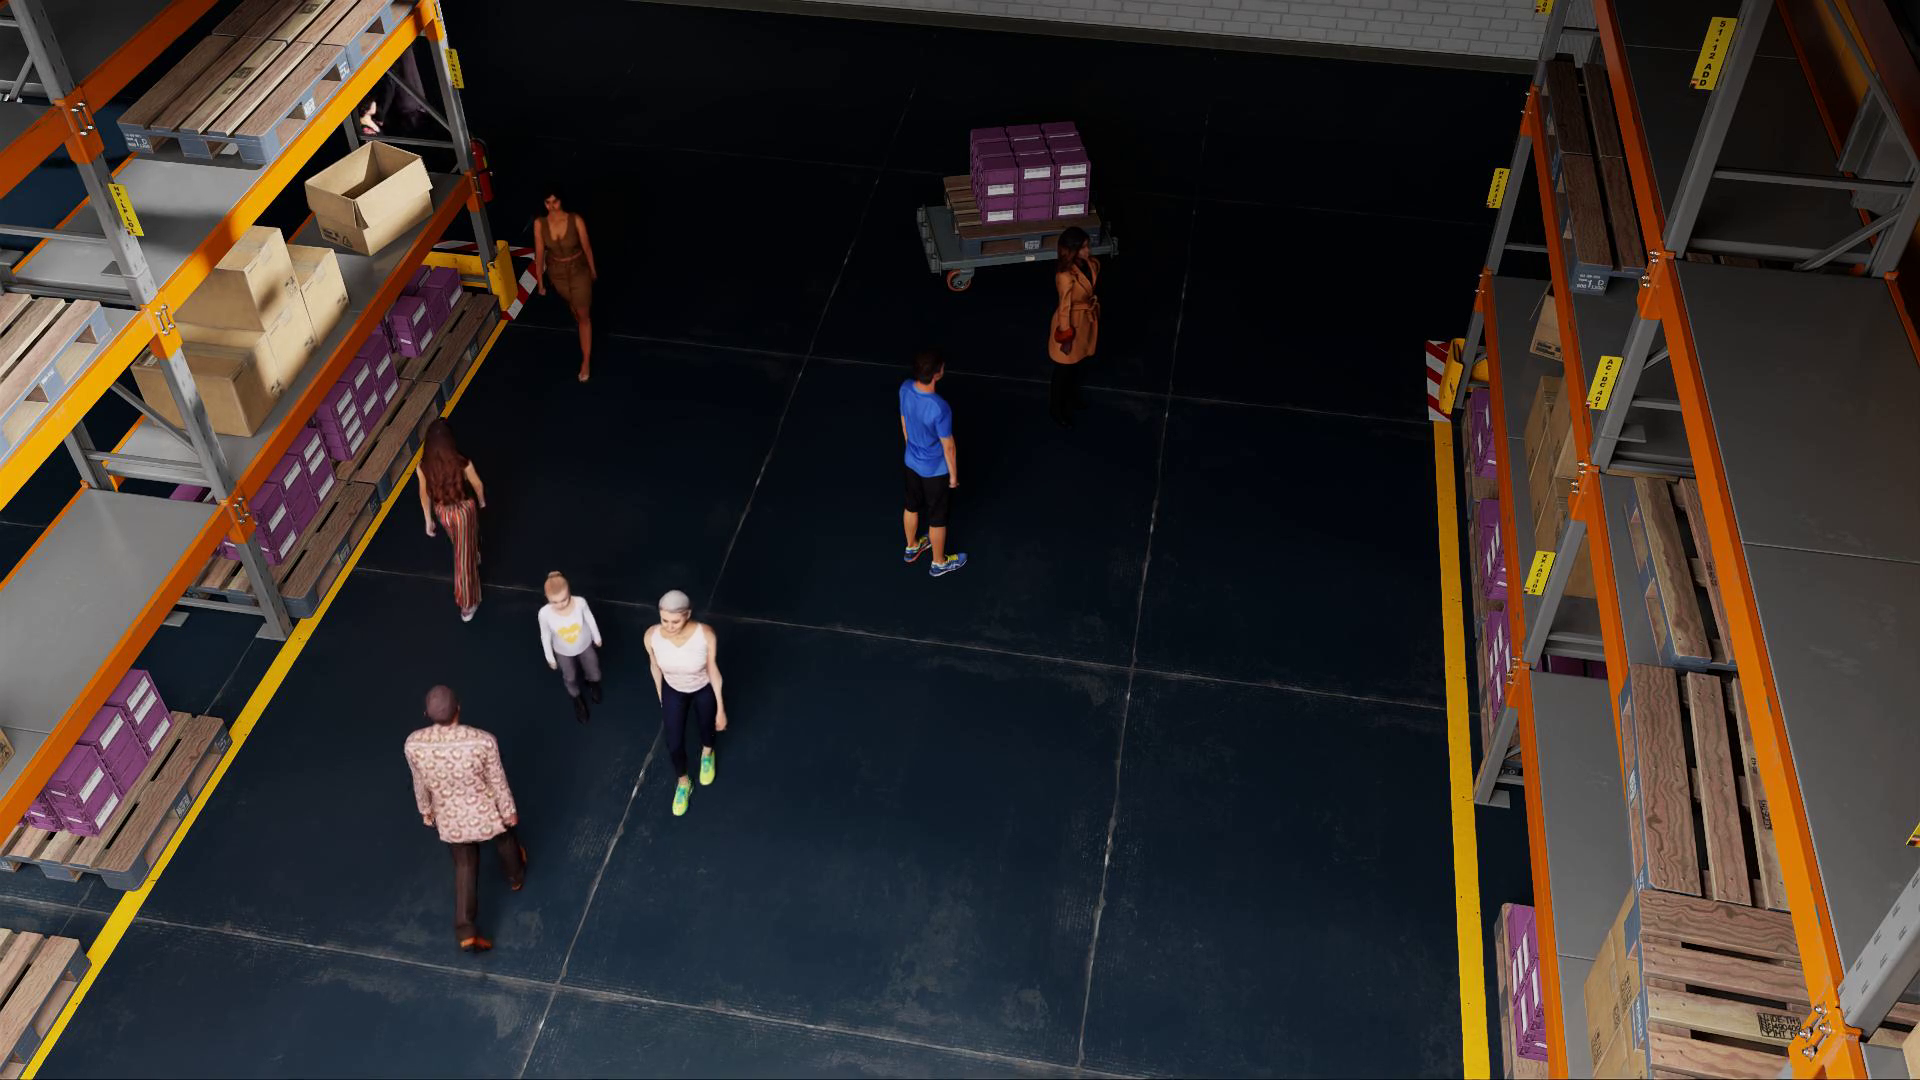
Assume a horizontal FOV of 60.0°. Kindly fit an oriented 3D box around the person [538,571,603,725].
[{"bbox_3d":[-2.484,0.633,10.606,0.635,1.268,0.684,-14,45,-15],"label":"person"}]

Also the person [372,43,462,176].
[{"bbox_3d":[-4.856,-3.910,14.922,1.060,1.892,1.209,-7,44,-8],"label":"person"}]

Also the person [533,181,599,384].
[{"bbox_3d":[-3.098,-2.158,13.257,0.670,1.653,1.051,1,44,1],"label":"person"}]

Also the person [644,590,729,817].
[{"bbox_3d":[-1.611,0.850,10.075,0.682,1.686,0.817,-1,44,-1],"label":"person"}]

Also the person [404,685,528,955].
[{"bbox_3d":[-2.726,1.587,9.241,0.876,1.769,1.178,-2,44,-2],"label":"person"}]

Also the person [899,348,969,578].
[{"bbox_3d":[-0.226,-0.529,11.390,0.704,1.869,0.730,33,53,30],"label":"person"}]

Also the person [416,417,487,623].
[{"bbox_3d":[-3.397,-0.101,11.190,0.651,1.525,1.037,-1,44,-1],"label":"person"}]

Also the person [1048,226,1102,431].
[{"bbox_3d":[0.861,-1.626,12.649,0.824,1.720,0.650,20,47,20],"label":"person"}]
